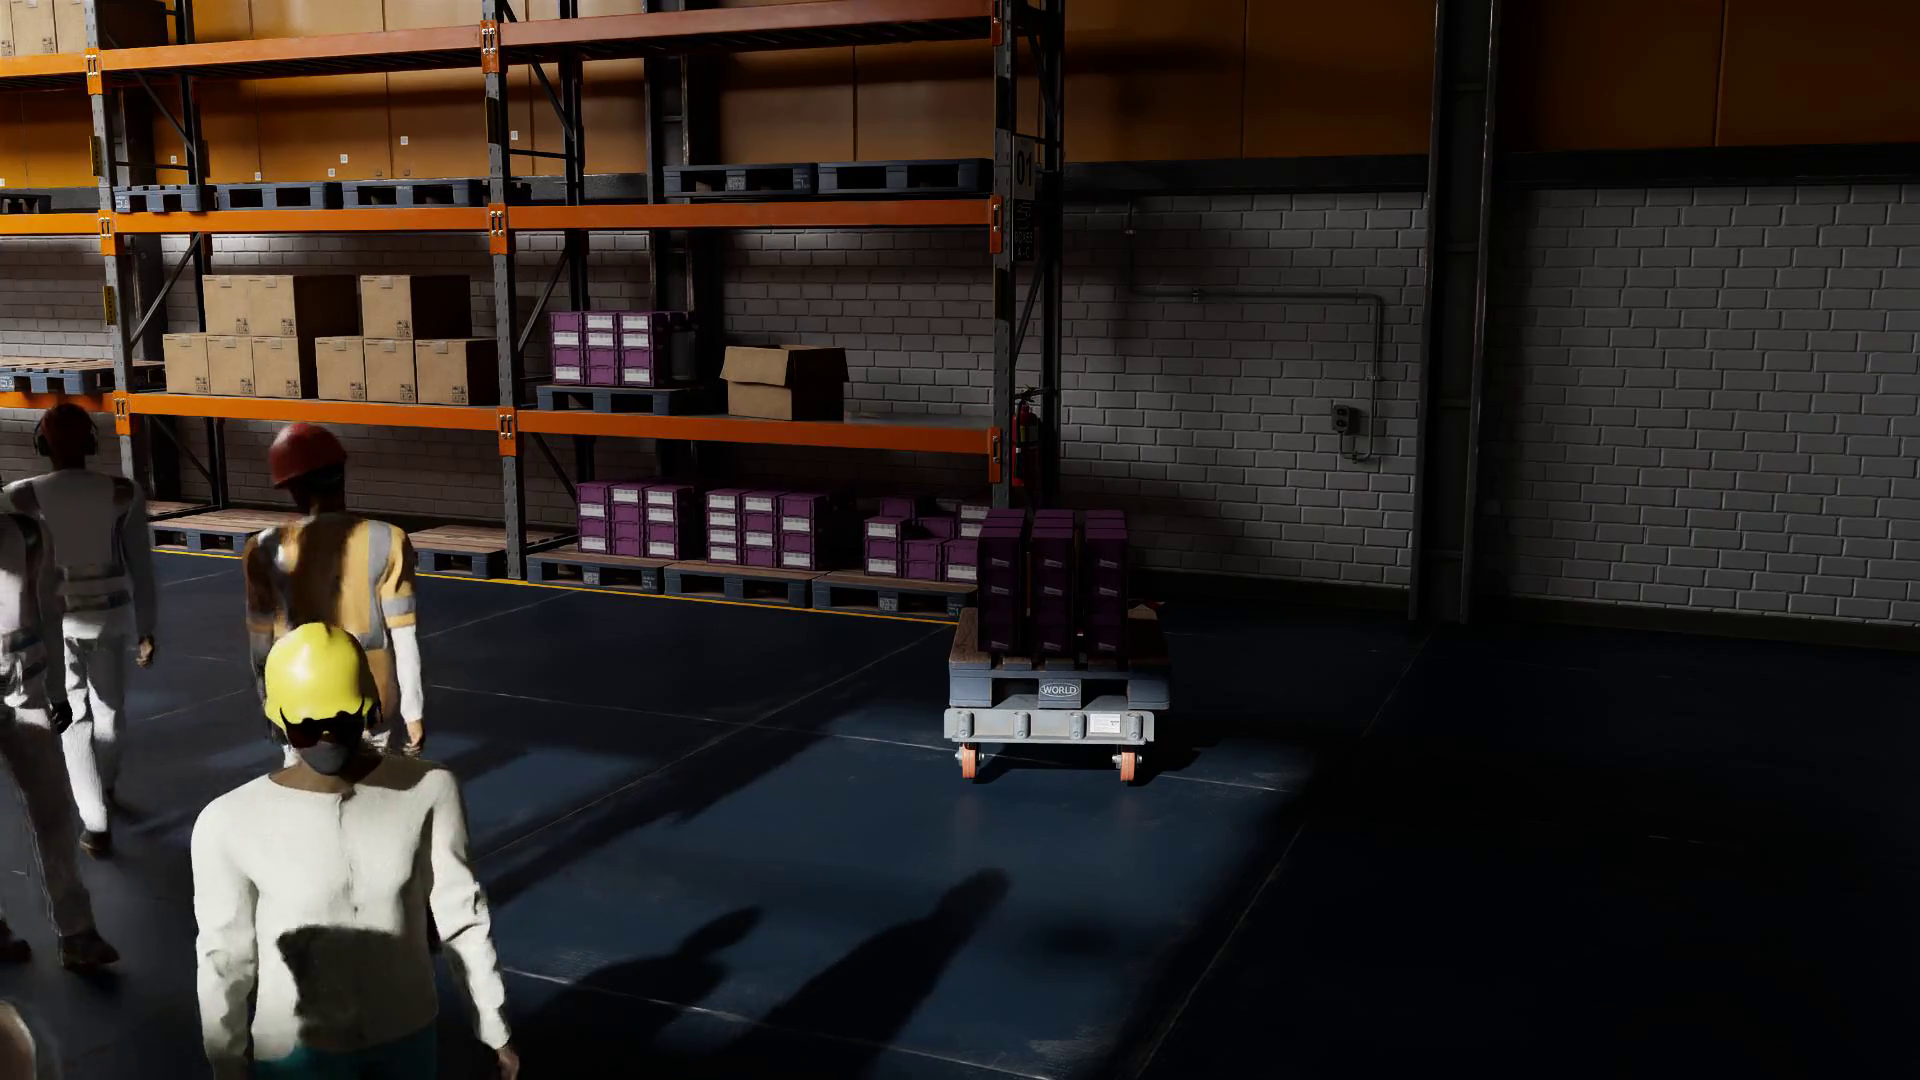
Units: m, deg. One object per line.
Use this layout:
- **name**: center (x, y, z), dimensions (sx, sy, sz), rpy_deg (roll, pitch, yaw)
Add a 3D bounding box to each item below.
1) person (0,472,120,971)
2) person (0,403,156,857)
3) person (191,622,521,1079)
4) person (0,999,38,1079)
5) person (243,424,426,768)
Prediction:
- **person**: center (-3.201, 0.574, 5.582), dimensions (0.861, 1.854, 0.593), rpy_deg (7, 12, 37)
- **person**: center (-3.746, 0.344, 7.019), dimensions (0.580, 1.839, 0.956), rpy_deg (-8, 12, -40)
- **person**: center (-1.206, 1.008, 3.333), dimensions (0.540, 1.747, 0.434), rpy_deg (-8, 12, -40)
- **person**: center (-1.486, 1.237, 2.399), dimensions (0.857, 1.587, 0.521), rpy_deg (-1, 10, -4)
- **person**: center (-2.137, 0.540, 5.729), dimensions (0.552, 1.872, 0.951), rpy_deg (-3, 10, -19)
